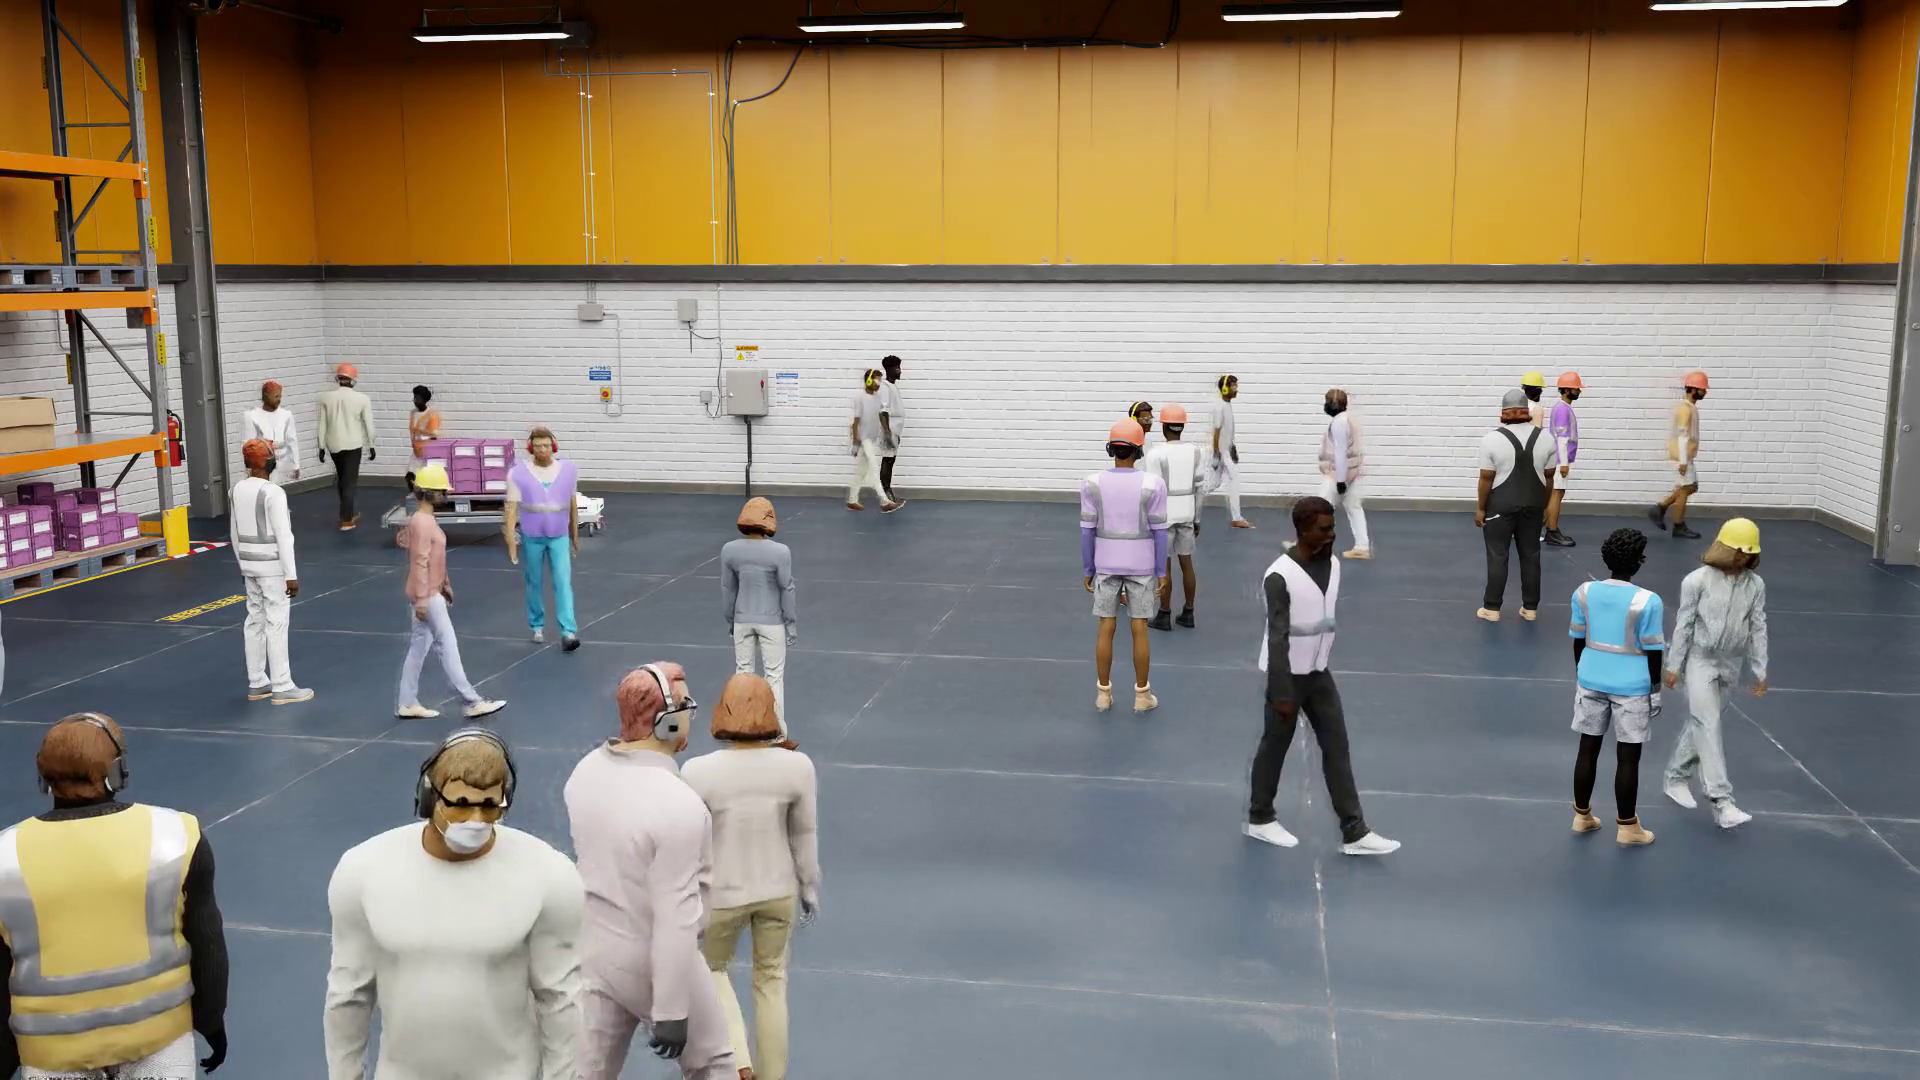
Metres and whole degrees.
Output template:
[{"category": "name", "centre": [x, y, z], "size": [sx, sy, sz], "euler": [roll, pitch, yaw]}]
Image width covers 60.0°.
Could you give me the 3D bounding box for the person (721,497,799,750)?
[{"category": "person", "centre": [-1.259, 0.539, 10.486], "size": [0.499, 1.633, 0.282], "euler": [3, 10, 19]}]

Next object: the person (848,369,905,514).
[{"category": "person", "centre": [-1.066, -1.235, 20.962], "size": [0.954, 1.814, 0.482], "euler": [5, 10, 26]}]

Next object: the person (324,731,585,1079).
[{"category": "person", "centre": [-1.285, 1.393, 4.302], "size": [0.665, 1.919, 0.538], "euler": [-1, 9, -6]}]

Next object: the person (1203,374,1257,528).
[{"category": "person", "centre": [3.076, -1.063, 19.796], "size": [0.889, 1.841, 0.520], "euler": [3, 10, 16]}]

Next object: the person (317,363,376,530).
[{"category": "person", "centre": [-7.280, -1.127, 19.837], "size": [0.617, 1.946, 0.939], "euler": [0, 9, 3]}]

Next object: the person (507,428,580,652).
[{"category": "person", "centre": [-3.326, -0.001, 13.338], "size": [0.590, 1.792, 0.976], "euler": [-4, 10, -22]}]

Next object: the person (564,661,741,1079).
[{"category": "person", "centre": [-0.957, 1.288, 5.174], "size": [1.043, 1.849, 0.664], "euler": [-9, 13, -44]}]

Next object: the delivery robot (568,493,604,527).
[{"category": "delivery robot", "centre": [-4.466, -0.361, 19.116], "size": [0.707, 0.478, 0.477], "euler": [0, 9, -2]}]

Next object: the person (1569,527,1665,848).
[{"category": "person", "centre": [3.480, 0.776, 8.820], "size": [0.318, 1.696, 0.532], "euler": [-7, 11, -37]}]

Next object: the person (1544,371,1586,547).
[{"category": "person", "centre": [6.715, -0.903, 18.487], "size": [0.362, 1.939, 0.542], "euler": [3, 10, 16]}]

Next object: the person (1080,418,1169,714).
[{"category": "person", "centre": [1.130, 0.181, 11.437], "size": [0.608, 2.044, 0.370], "euler": [2, 9, 14]}]

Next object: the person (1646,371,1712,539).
[{"category": "person", "centre": [8.217, -0.965, 18.925], "size": [0.541, 1.918, 0.569], "euler": [5, 10, 27]}]

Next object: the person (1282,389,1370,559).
[{"category": "person", "centre": [3.937, -0.693, 17.634], "size": [0.943, 1.791, 0.650], "euler": [4, 10, 25]}]

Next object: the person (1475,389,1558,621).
[{"category": "person", "centre": [4.802, -0.312, 14.507], "size": [0.672, 2.000, 0.536], "euler": [-1, 9, -3]}]

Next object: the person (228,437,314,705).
[{"category": "person", "centre": [-4.870, 0.217, 11.707], "size": [0.584, 1.884, 0.348], "euler": [6, 11, 32]}]

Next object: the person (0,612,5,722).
[{"category": "person", "centre": [-4.931, 0.784, 8.019], "size": [0.638, 1.938, 0.356], "euler": [1, 9, 4]}]

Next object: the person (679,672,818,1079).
[{"category": "person", "centre": [-0.753, 1.277, 5.942], "size": [0.524, 1.618, 0.390], "euler": [-4, 10, -21]}]

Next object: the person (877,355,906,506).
[{"category": "person", "centre": [-0.897, -1.417, 21.593], "size": [0.368, 1.966, 0.602], "euler": [1, 9, 7]}]

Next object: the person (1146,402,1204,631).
[{"category": "person", "centre": [1.796, -0.201, 14.138], "size": [0.551, 1.934, 0.373], "euler": [-4, 10, -23]}]

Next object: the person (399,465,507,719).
[{"category": "person", "centre": [-3.483, 0.361, 11.241], "size": [0.731, 1.733, 0.550], "euler": [-3, 10, -16]}]

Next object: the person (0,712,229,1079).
[{"category": "person", "centre": [-2.392, 1.385, 4.669], "size": [0.641, 1.842, 0.505], "euler": [-5, 10, -26]}]

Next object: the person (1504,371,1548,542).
[{"category": "person", "centre": [6.384, -0.944, 18.786], "size": [0.384, 1.924, 0.589], "euler": [-3, 10, -18]}]

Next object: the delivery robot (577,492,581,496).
[{"category": "delivery robot", "centre": [-4.832, -0.439, 19.599], "size": [0.477, 0.478, 0.707], "euler": [9, 12, 43]}]

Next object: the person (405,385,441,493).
[{"category": "person", "centre": [-6.484, -1.028, 20.041], "size": [0.555, 1.674, 0.566], "euler": [7, 11, 37]}]

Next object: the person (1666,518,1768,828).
[{"category": "person", "centre": [4.213, 0.721, 9.145], "size": [0.499, 1.685, 0.905], "euler": [-2, 9, -11]}]

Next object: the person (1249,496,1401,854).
[{"category": "person", "centre": [1.863, 0.720, 8.565], "size": [0.630, 1.882, 0.920], "euler": [-9, 12, -43]}]

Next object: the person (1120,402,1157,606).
[{"category": "person", "centre": [1.618, -0.332, 15.162], "size": [0.309, 1.868, 0.535], "euler": [6, 11, 34]}]

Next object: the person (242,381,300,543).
[{"category": "person", "centre": [-7.537, -0.817, 18.277], "size": [0.946, 1.831, 0.590], "euler": [7, 12, 39]}]
